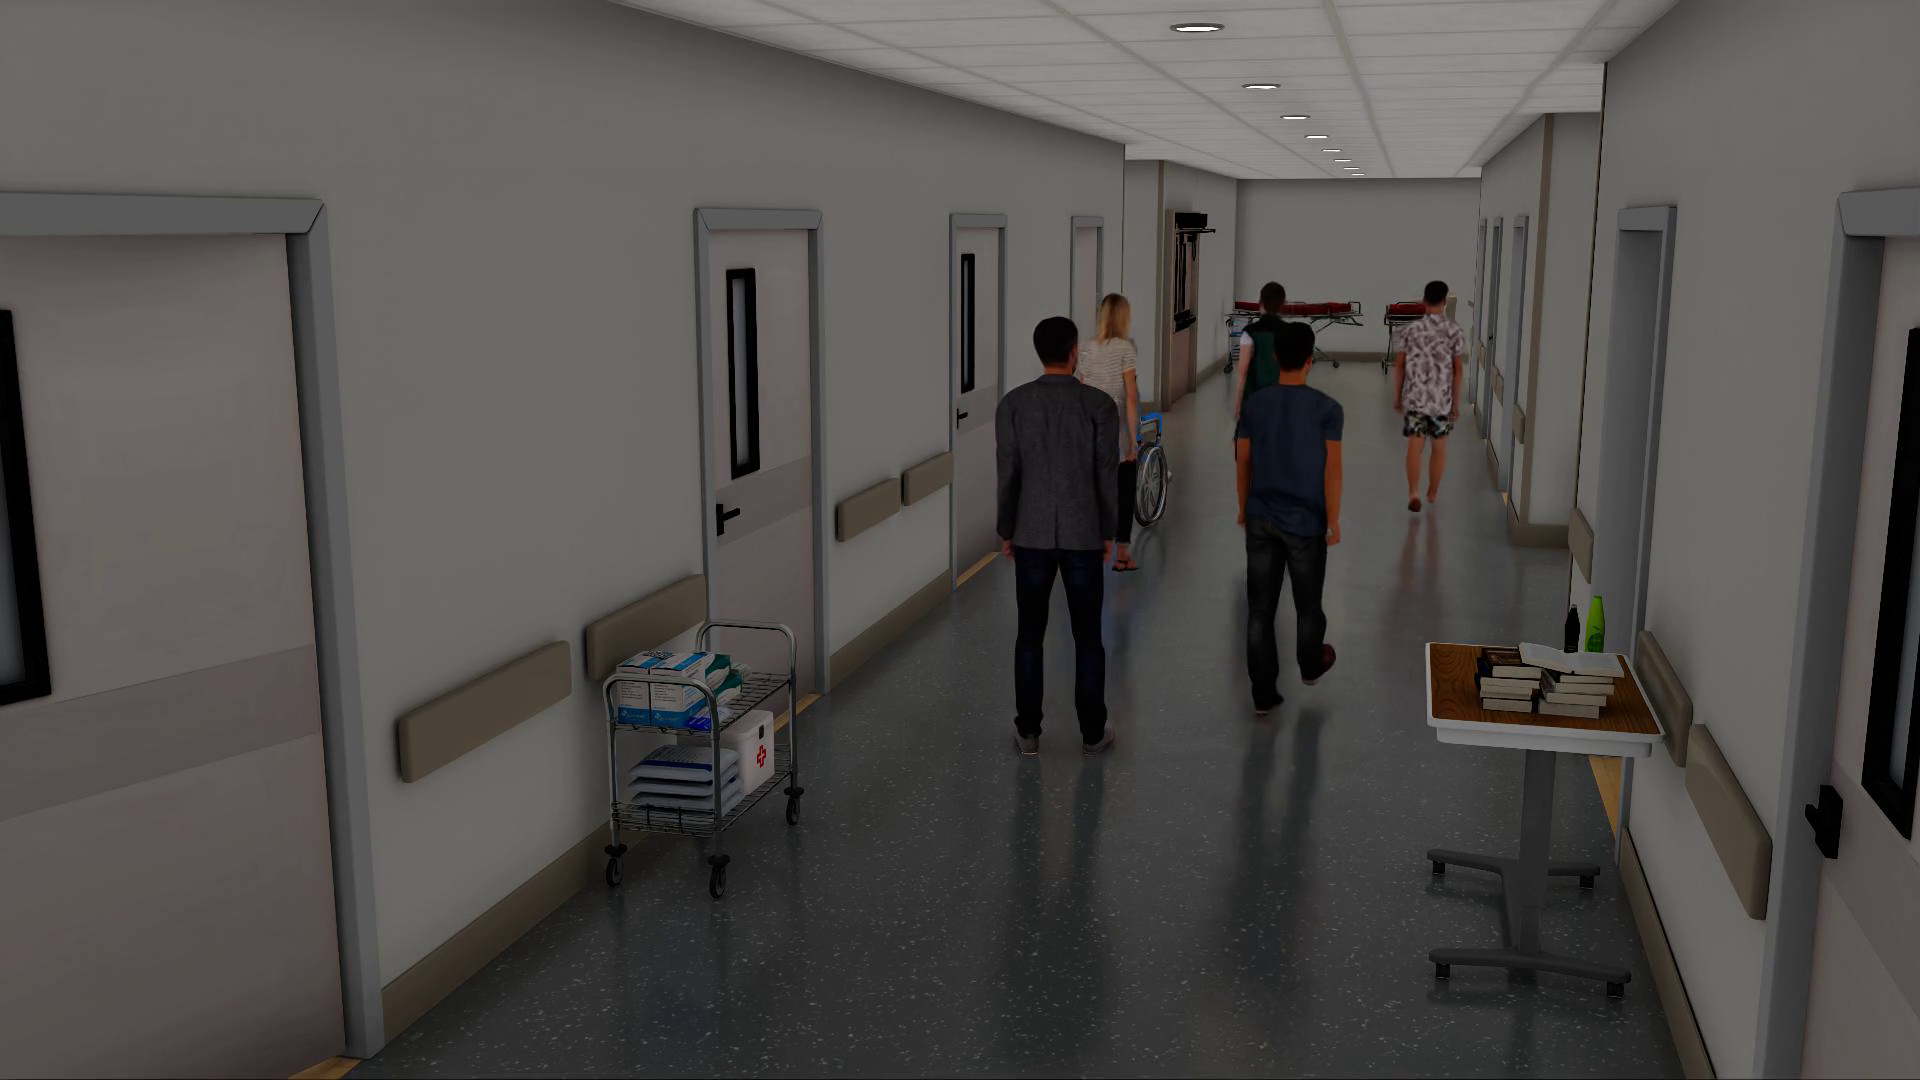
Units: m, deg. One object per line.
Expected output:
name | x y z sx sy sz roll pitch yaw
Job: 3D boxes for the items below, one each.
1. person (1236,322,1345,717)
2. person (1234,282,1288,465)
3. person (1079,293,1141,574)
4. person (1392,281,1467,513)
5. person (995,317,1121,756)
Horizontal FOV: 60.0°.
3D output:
person | 1.463 -0.066 7.592 0.795 1.782 1.099 5 12 24
person | 2.253 -0.948 12.111 0.934 1.825 1.042 -4 11 -19
person | 0.866 -0.615 10.423 0.729 1.804 0.799 5 12 25
person | 3.662 -1.103 13.022 0.701 1.793 1.093 3 11 17
person | 0.423 -0.017 7.086 0.707 1.872 0.629 2 11 9
